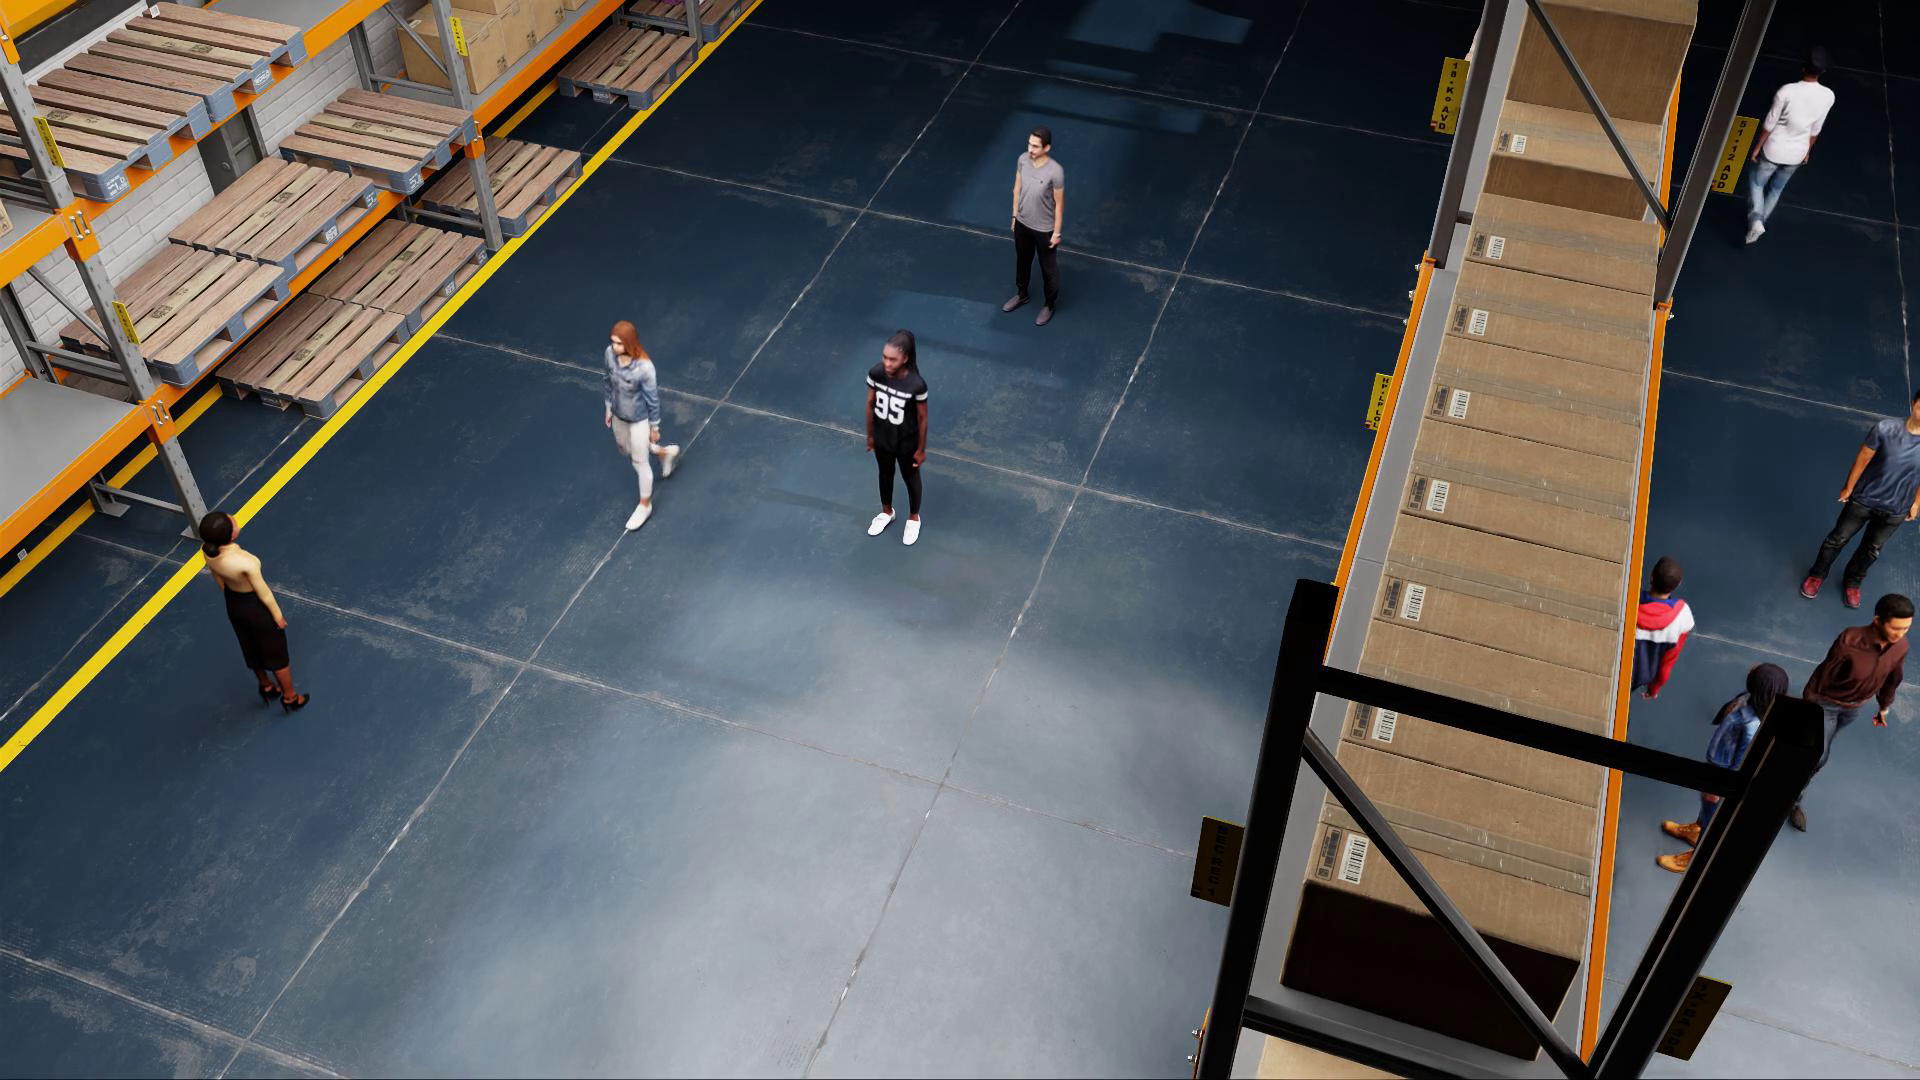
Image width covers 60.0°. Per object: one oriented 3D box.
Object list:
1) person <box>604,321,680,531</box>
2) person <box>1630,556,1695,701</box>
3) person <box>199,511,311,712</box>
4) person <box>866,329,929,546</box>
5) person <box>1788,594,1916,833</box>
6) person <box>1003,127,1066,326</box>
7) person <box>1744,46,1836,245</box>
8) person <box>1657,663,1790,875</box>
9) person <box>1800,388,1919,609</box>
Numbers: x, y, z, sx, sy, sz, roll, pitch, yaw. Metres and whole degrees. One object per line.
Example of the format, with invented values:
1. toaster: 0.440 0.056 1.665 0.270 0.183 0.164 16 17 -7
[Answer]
1. person: -2.288 -0.915 11.888 0.811 1.688 1.034 27 50 26
2. person: 4.008 0.856 10.012 0.828 1.710 1.243 6 44 6
3. person: -4.465 0.456 10.475 0.553 1.651 0.518 15 46 15
4. person: -0.437 -0.714 11.648 0.618 1.728 0.582 17 46 17
5. person: 5.193 0.904 9.923 0.844 1.765 0.901 -7 44 -7
6. person: 0.636 -2.595 13.603 0.675 1.754 0.626 27 50 25
7. person: 7.130 -3.350 14.364 0.733 1.797 1.002 8 44 8
8. person: 4.413 1.307 9.538 0.683 1.712 0.491 19 47 19
9. person: 6.184 -0.307 11.161 0.638 1.810 0.522 15 46 15
